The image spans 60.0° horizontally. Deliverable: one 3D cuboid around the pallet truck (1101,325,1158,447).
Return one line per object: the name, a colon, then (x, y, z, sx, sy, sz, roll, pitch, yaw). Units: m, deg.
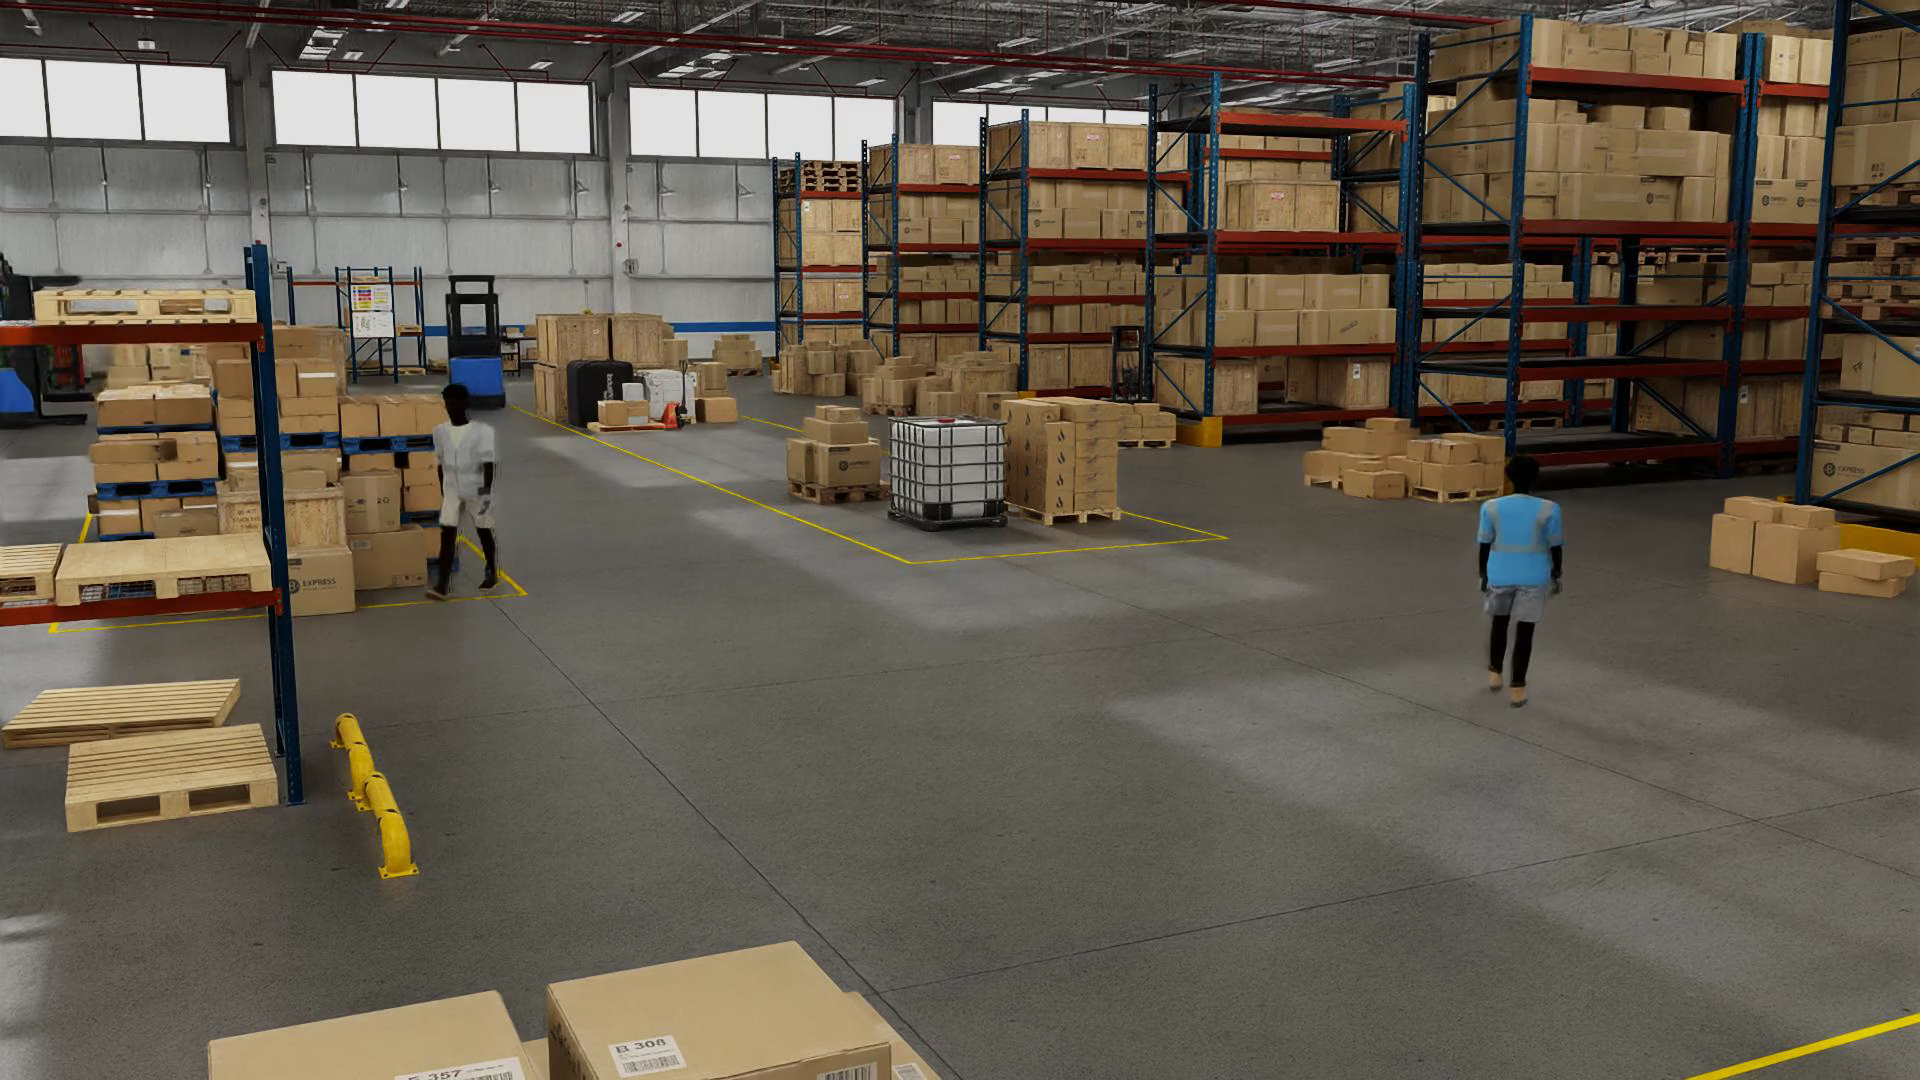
pallet truck: (2.881, -2.596, 27.923, 0.823, 1.965, 1.885, -1, 9, -7)

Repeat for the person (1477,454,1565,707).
person: (3.788, 0.258, 11.226, 0.551, 1.676, 0.673, 5, 11, 30)

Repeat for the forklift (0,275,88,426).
forklift: (-17.437, -3.527, 30.970, 1.873, 2.768, 1.129, -4, 10, -25)

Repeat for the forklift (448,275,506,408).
forklift: (-10.364, -4.253, 35.472, 1.129, 2.768, 1.873, -3, 10, -18)

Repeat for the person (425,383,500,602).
person: (-4.400, -0.423, 14.744, 0.611, 1.906, 1.020, 1, 9, 8)
